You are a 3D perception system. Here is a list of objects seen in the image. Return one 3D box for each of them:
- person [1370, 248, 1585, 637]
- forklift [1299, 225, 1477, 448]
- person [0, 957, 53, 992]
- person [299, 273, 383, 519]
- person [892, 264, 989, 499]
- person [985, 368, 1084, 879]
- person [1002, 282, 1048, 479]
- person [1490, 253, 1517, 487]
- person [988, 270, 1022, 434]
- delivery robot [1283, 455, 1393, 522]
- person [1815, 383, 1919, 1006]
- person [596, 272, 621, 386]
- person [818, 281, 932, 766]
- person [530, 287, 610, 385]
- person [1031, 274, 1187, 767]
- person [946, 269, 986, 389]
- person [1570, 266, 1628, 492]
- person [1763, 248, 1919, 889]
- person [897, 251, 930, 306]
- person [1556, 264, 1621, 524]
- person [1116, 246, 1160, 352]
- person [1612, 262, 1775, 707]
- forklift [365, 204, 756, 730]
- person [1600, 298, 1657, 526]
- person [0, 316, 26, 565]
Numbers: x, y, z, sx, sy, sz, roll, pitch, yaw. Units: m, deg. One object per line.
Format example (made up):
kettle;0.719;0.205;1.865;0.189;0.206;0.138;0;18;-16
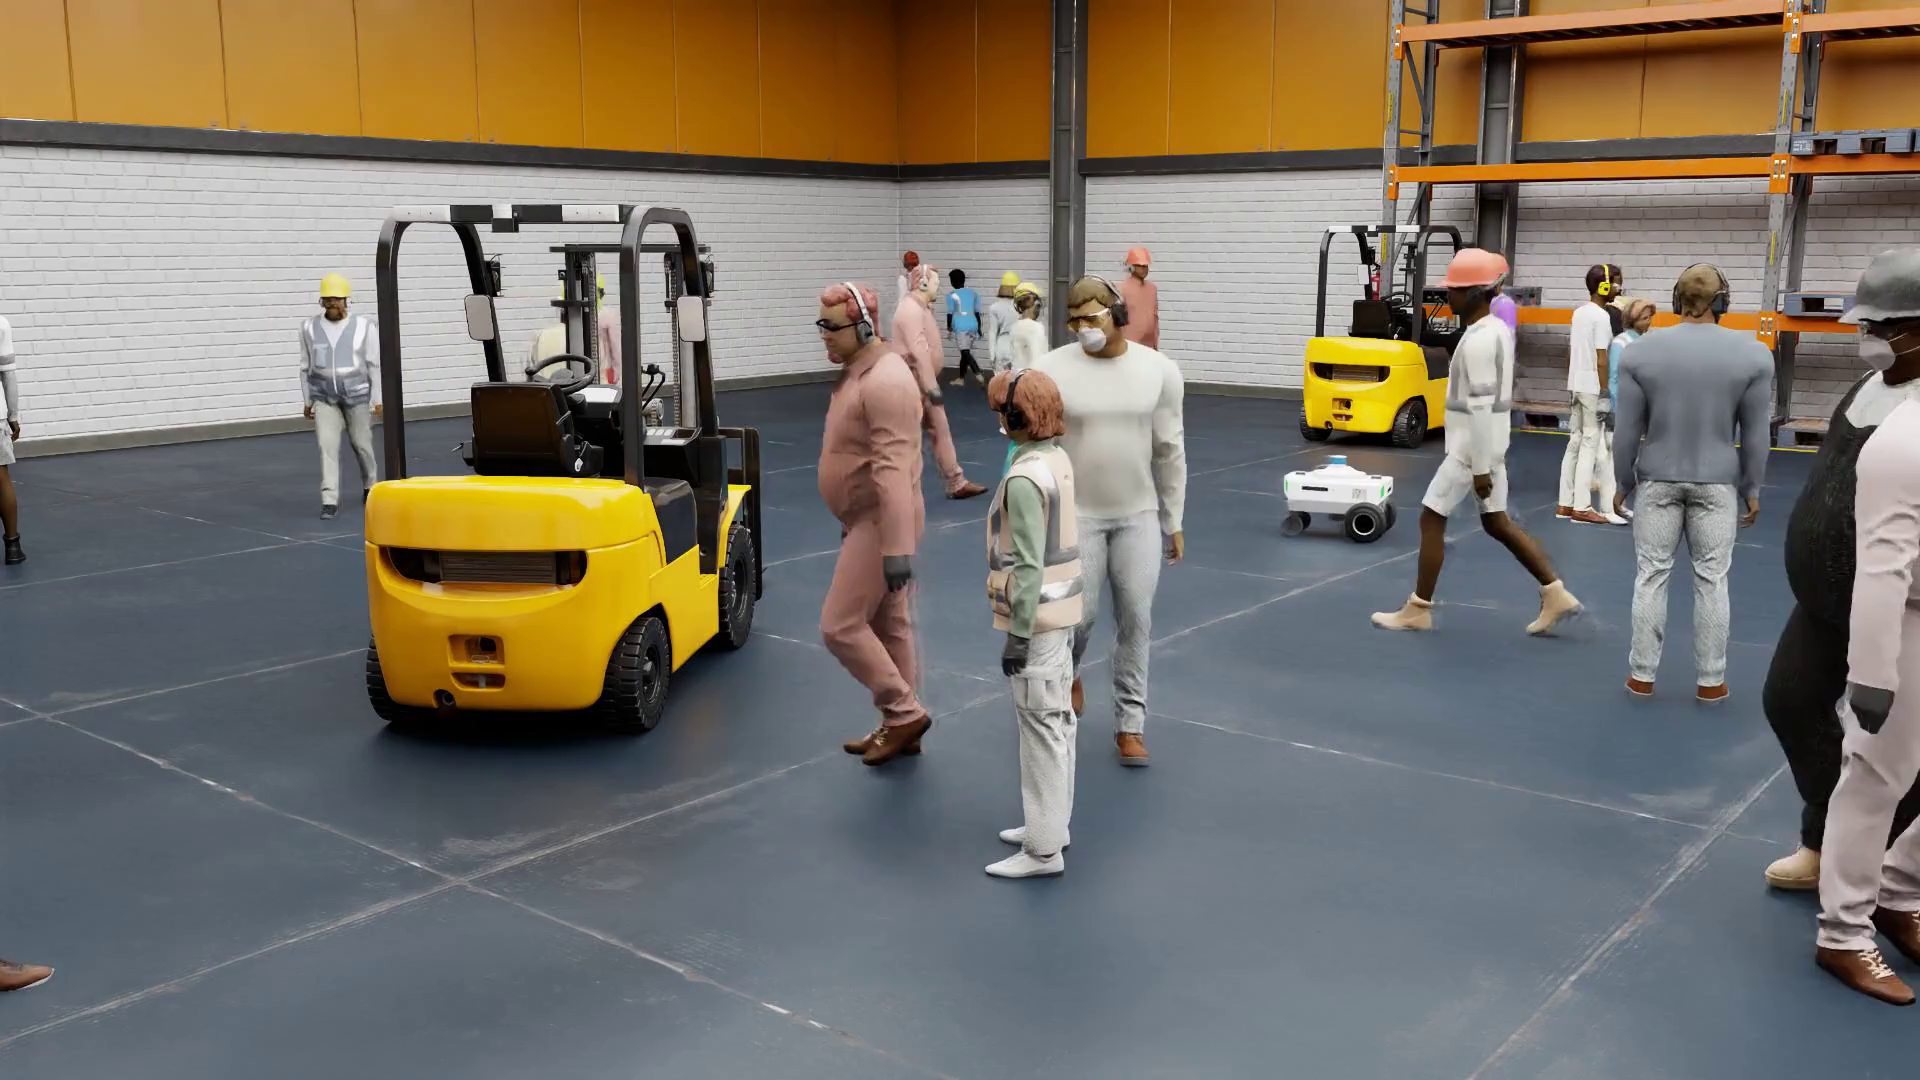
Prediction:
person;2.697;-0.477;8.473;1.005;2.008;0.619;5;11;27
forklift;4.449;-2.115;16.993;1.214;2.155;2.313;8;13;38
person;-2.927;0.468;4.318;0.799;1.601;0.501;-6;12;-30
person;-4.616;-1.093;12.433;0.608;1.802;0.831;-2;10;-9
person;-0.337;-1.216;13.012;1.040;1.859;0.649;2;10;13
person;0.237;0.270;5.327;0.314;1.636;0.515;2;11;13
person;0.524;-1.045;12.376;0.314;1.721;0.694;-3;11;-17
person;4.317;-1.367;13.581;0.486;1.922;0.547;1;10;5
person;0.537;-1.941;17.342;0.486;1.723;0.612;-1;10;-7
delivery robot;2.595;-0.338;11.432;0.707;0.478;0.477;5;11;23
person;2.621;0.299;4.449;0.721;1.891;0.444;-6;12;-30
person;-3.403;-1.601;15.391;0.528;1.753;0.550;2;10;10
person;-0.335;-0.038;6.349;0.462;1.875;0.746;-2;10;-11
person;-2.359;-0.660;10.006;0.668;1.807;0.520;7;13;35
person;0.555;-0.093;6.590;0.648;1.913;0.662;-1;10;-5
person;0.103;-2.892;22.813;0.574;1.647;0.831;-8;13;-39
person;5.152;-1.277;13.341;0.449;1.832;0.638;5;11;26
person;2.695;0.145;4.894;0.584;2.000;0.706;0;10;1
person;-0.644;-3.003;22.775;0.337;1.881;0.584;10;14;44
person;4.562;-1.054;12.028;0.309;1.864;0.534;-1;10;-4
person;1.786;-2.046;17.226;0.627;1.972;0.678;-9;14;-41
person;3.184;-0.236;7.294;0.630;1.936;0.366;5;11;25
forklift;-1.766;-0.406;7.525;1.214;2.155;2.313;1;10;7
person;4.813;-0.932;12.019;0.529;1.625;0.332;-9;14;-41
person;-6.146;-0.784;10.328;0.543;1.939;0.360;-7;13;-36
